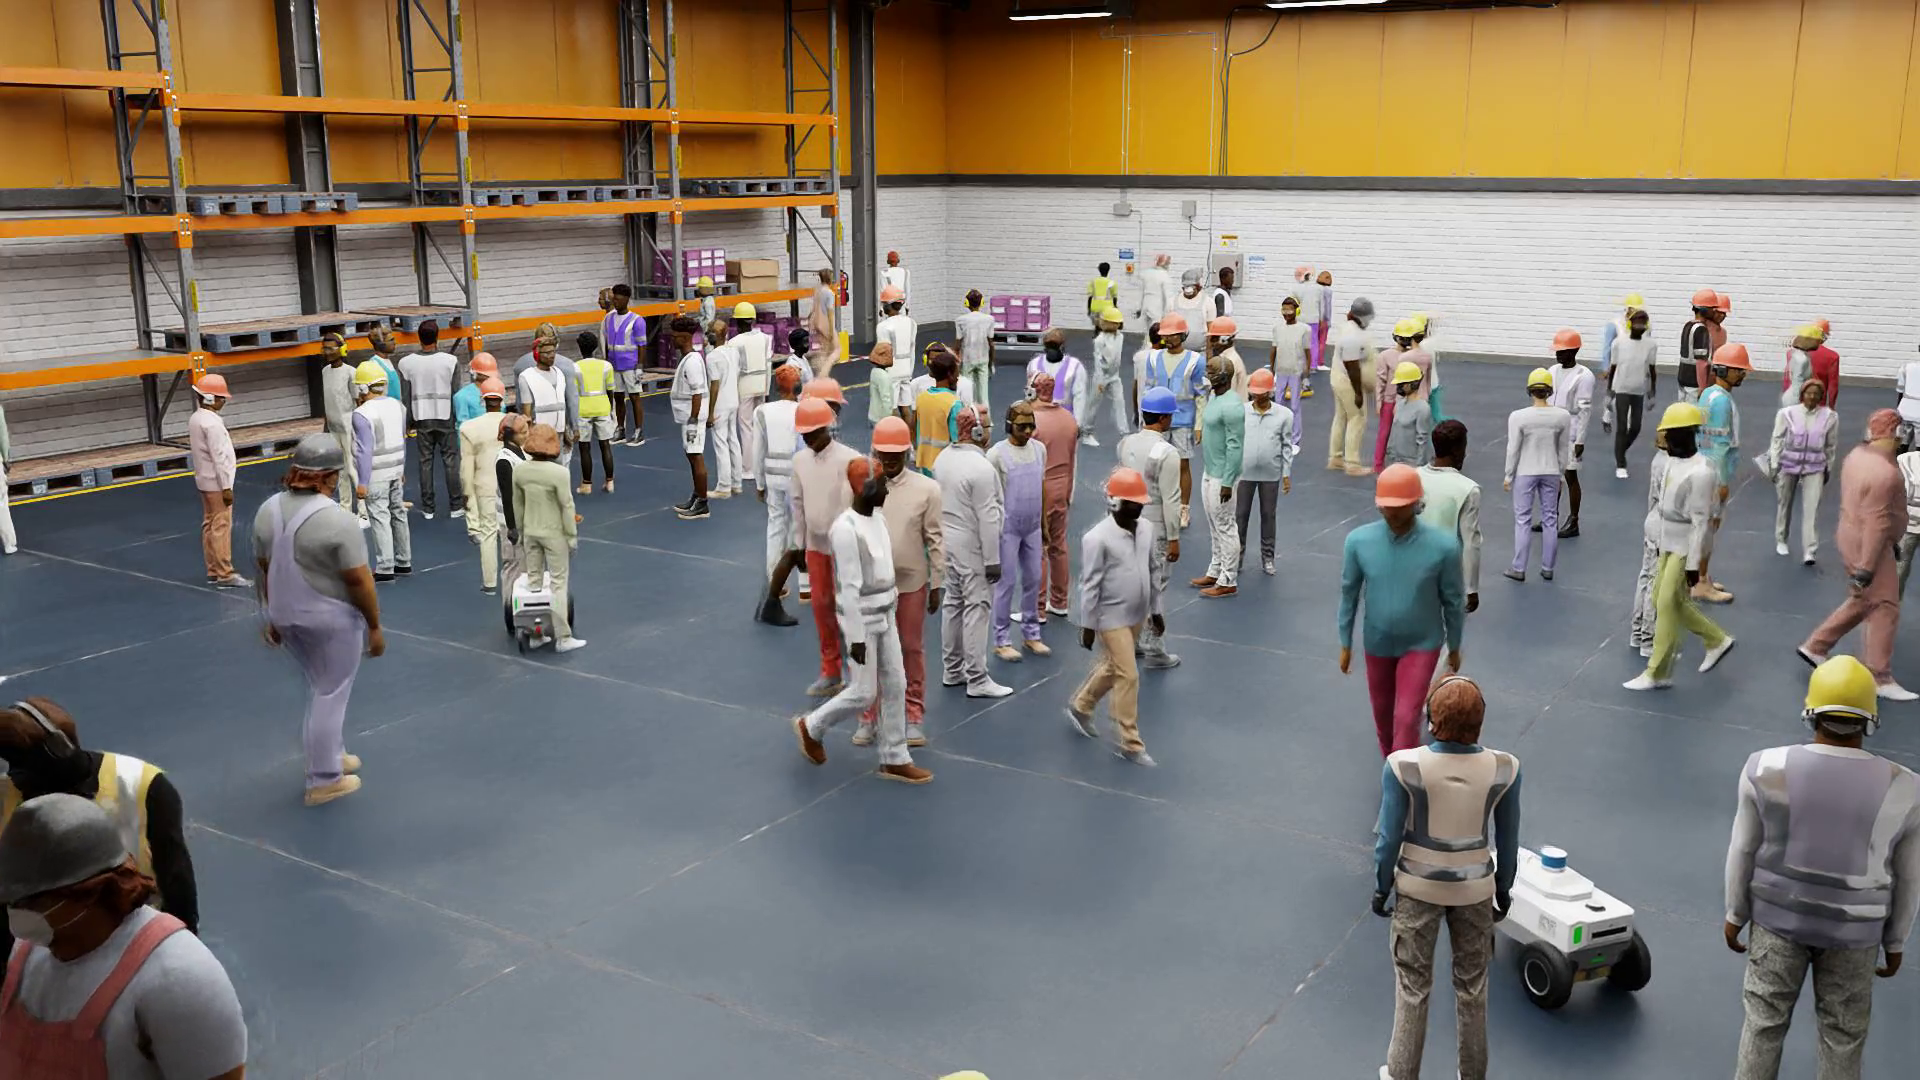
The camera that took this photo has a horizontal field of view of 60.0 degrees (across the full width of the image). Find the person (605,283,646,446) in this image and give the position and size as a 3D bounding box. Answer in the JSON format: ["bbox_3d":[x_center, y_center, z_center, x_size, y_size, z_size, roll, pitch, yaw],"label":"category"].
[{"bbox_3d":[-4.076,-2.123,20.178,0.607,1.966,0.367,7,15,28],"label":"person"}]

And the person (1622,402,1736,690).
[{"bbox_3d":[4.777,0.041,10.938,0.700,1.900,0.619,1,13,3],"label":"person"}]

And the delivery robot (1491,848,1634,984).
[{"bbox_3d":[2.519,1.556,7.105,0.477,0.478,0.707,-5,14,-21],"label":"delivery robot"}]

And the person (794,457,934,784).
[{"bbox_3d":[-0.538,0.457,9.248,0.754,1.845,0.602,6,14,24],"label":"person"}]

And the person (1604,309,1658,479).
[{"bbox_3d":[7.368,-1.628,18.323,0.541,1.844,0.706,2,13,9],"label":"person"}]

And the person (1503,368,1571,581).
[{"bbox_3d":[4.744,-0.535,13.733,0.526,1.765,0.329,-1,13,-3],"label":"person"}]

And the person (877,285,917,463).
[{"bbox_3d":[-0.753,-1.854,18.837,0.379,2.045,0.605,10,16,37],"label":"person"}]

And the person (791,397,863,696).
[{"bbox_3d":[-0.793,0.031,10.848,0.648,1.962,0.663,9,16,35],"label":"person"}]

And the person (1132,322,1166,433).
[{"bbox_3d":[1.948,-1.259,16.681,0.531,1.855,0.347,12,18,43],"label":"person"}]

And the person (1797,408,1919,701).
[{"bbox_3d":[5.934,0.065,10.876,0.602,1.878,0.650,3,13,12],"label":"person"}]

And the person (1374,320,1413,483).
[{"bbox_3d":[4.701,-1.475,17.807,0.533,1.767,0.327,-3,13,-13],"label":"person"}]

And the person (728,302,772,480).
[{"bbox_3d":[-2.293,-1.609,18.032,0.372,1.928,0.584,11,17,40],"label":"person"}]

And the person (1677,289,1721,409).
[{"bbox_3d":[8.125,-1.742,18.355,0.377,2.045,0.605,1,13,6],"label":"person"}]

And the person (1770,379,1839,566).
[{"bbox_3d":[7.267,-0.596,14.366,0.522,1.595,0.844,5,14,20],"label":"person"}]

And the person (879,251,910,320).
[{"bbox_3d":[-1.120,-4.005,28.519,0.572,1.885,0.358,-7,15,-27],"label":"person"}]

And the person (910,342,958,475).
[{"bbox_3d":[-0.207,-0.835,14.816,0.520,1.866,0.326,-10,16,-36],"label":"person"}]

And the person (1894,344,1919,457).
[{"bbox_3d":[9.773,-1.238,16.951,0.320,1.683,0.541,-5,14,-22],"label":"person"}]

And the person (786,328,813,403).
[{"bbox_3d":[-1.707,-1.396,17.615,0.318,1.695,0.539,1,13,5],"label":"person"}]

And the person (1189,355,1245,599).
[{"bbox_3d":[2.066,-0.505,13.218,0.355,1.938,0.637,-1,13,-5],"label":"person"}]

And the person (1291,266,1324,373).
[{"bbox_3d":[5.627,-3.578,27.046,0.621,1.715,0.394,-3,13,-14],"label":"person"}]

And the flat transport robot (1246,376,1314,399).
[{"bbox_3d":[4.436,-2.271,24.533,0.652,0.197,1.431,-12,18,-43],"label":"flat transport robot"}]

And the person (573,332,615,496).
[{"bbox_3d":[-3.822,-1.306,17.225,0.540,1.695,0.317,-9,16,-35],"label":"person"}]

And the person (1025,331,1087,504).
[{"bbox_3d":[0.921,-1.157,16.384,0.636,1.787,0.996,4,14,17],"label":"person"}]

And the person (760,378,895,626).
[{"bbox_3d":[-1.030,-0.258,12.297,1.049,1.874,0.551,3,13,14],"label":"person"}]

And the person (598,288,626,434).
[{"bbox_3d":[-4.403,-2.260,21.037,0.345,1.846,0.508,-1,13,-4],"label":"person"}]

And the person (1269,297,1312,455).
[{"bbox_3d":[3.865,-1.927,19.549,0.535,1.864,0.309,9,16,34],"label":"person"}]

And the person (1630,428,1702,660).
[{"bbox_3d":[4.959,-0.047,11.657,0.312,1.745,0.492,2,13,8],"label":"person"}]

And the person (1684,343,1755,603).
[{"bbox_3d":[5.977,-0.534,13.125,0.374,2.040,0.606,3,13,13],"label":"person"}]

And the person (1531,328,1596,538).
[{"bbox_3d":[5.549,-0.987,15.336,0.387,1.929,0.546,-5,14,-22],"label":"person"}]

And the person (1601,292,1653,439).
[{"bbox_3d":[8.321,-2.171,20.702,0.607,1.815,0.404,-3,13,-12],"label":"person"}]

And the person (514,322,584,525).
[{"bbox_3d":[-3.884,-1.086,15.740,0.634,1.937,0.355,4,13,15],"label":"person"}]

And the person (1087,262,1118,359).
[{"bbox_3d":[2.515,-4.011,29.026,0.529,1.653,0.811,7,15,27],"label":"person"}]

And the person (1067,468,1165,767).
[{"bbox_3d":[0.903,0.412,9.755,0.794,1.733,0.568,12,17,42],"label":"person"}]

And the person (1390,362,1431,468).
[{"bbox_3d":[3.823,-0.646,14.246,0.338,1.756,0.532,-3,13,-13],"label":"person"}]

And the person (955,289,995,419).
[{"bbox_3d":[0.188,-2.180,20.670,0.508,1.860,0.334,-1,13,-4],"label":"person"}]

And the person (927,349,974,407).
[{"bbox_3d":[-0.016,-0.997,15.847,0.615,1.712,0.759,11,17,39],"label":"person"}]

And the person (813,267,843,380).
[{"bbox_3d":[-2.004,-3.195,25.125,0.401,1.829,0.525,-10,17,-38],"label":"person"}]

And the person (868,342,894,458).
[{"bbox_3d":[-0.785,-1.191,16.861,0.285,1.634,0.499,-4,13,-15],"label":"person"}]

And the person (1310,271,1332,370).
[{"bbox_3d":[5.952,-3.609,27.369,0.277,1.628,0.497,-5,14,-21],"label":"person"}]
